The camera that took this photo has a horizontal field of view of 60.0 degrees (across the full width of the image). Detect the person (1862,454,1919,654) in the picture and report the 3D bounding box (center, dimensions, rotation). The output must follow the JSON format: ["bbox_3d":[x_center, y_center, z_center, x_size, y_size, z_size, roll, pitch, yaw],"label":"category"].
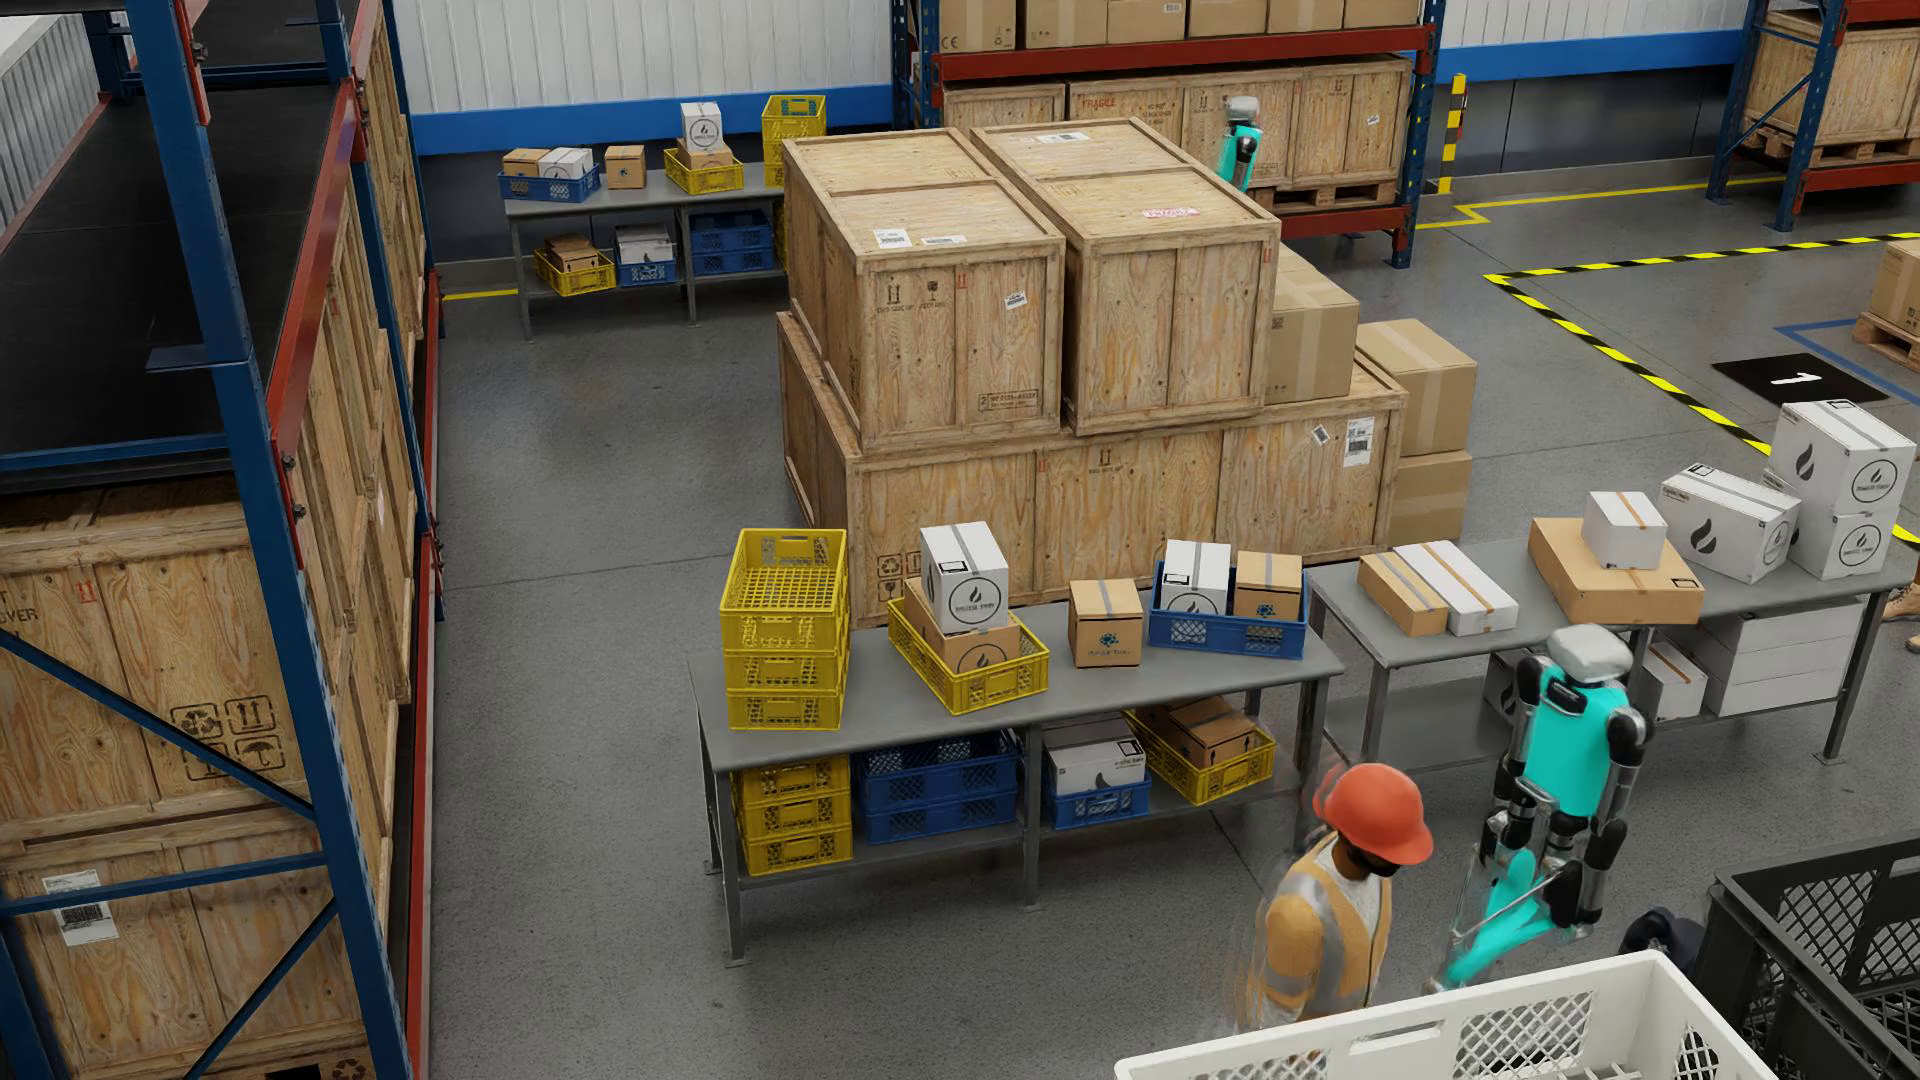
[{"bbox_3d":[4.880,-0.393,8.004,0.389,2.033,0.605,-5,29,-9],"label":"person"}]

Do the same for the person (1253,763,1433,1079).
[{"bbox_3d":[0.983,1.373,4.940,0.567,1.901,0.793,-24,37,-37],"label":"person"}]

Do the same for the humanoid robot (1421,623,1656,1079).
[{"bbox_3d":[1.792,1.134,5.548,0.901,1.763,0.578,-11,31,-19],"label":"humanoid robot"}]

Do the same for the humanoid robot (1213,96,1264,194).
[{"bbox_3d":[1.662,-2.179,11.579,0.786,1.804,0.563,3,29,6],"label":"humanoid robot"}]

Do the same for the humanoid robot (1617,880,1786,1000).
[{"bbox_3d":[2.059,1.583,4.791,0.522,1.644,0.609,-22,36,-34],"label":"humanoid robot"}]
